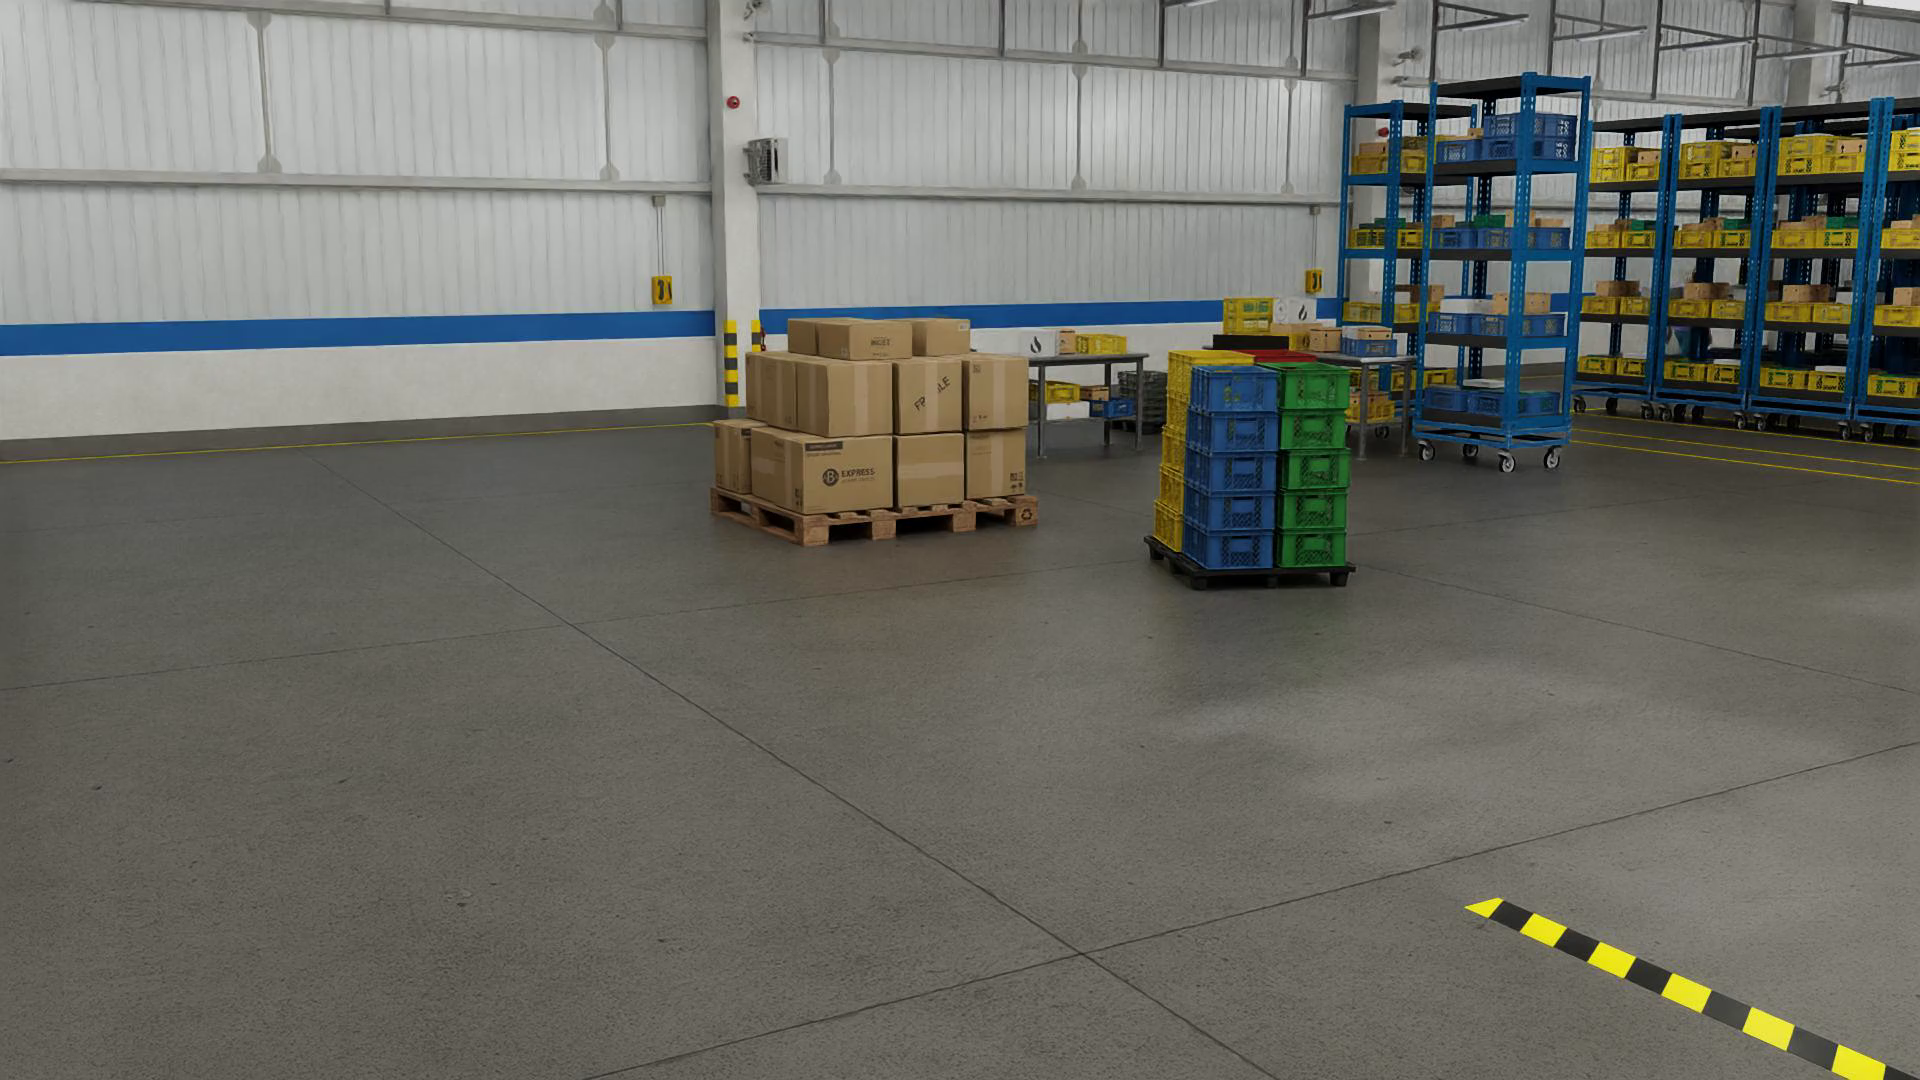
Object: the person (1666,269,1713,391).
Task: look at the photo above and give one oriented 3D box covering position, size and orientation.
[{"bbox_3d":[10.042,-2.839,22.799,0.771,1.797,0.635,-3,11,-18],"label":"person"}]
